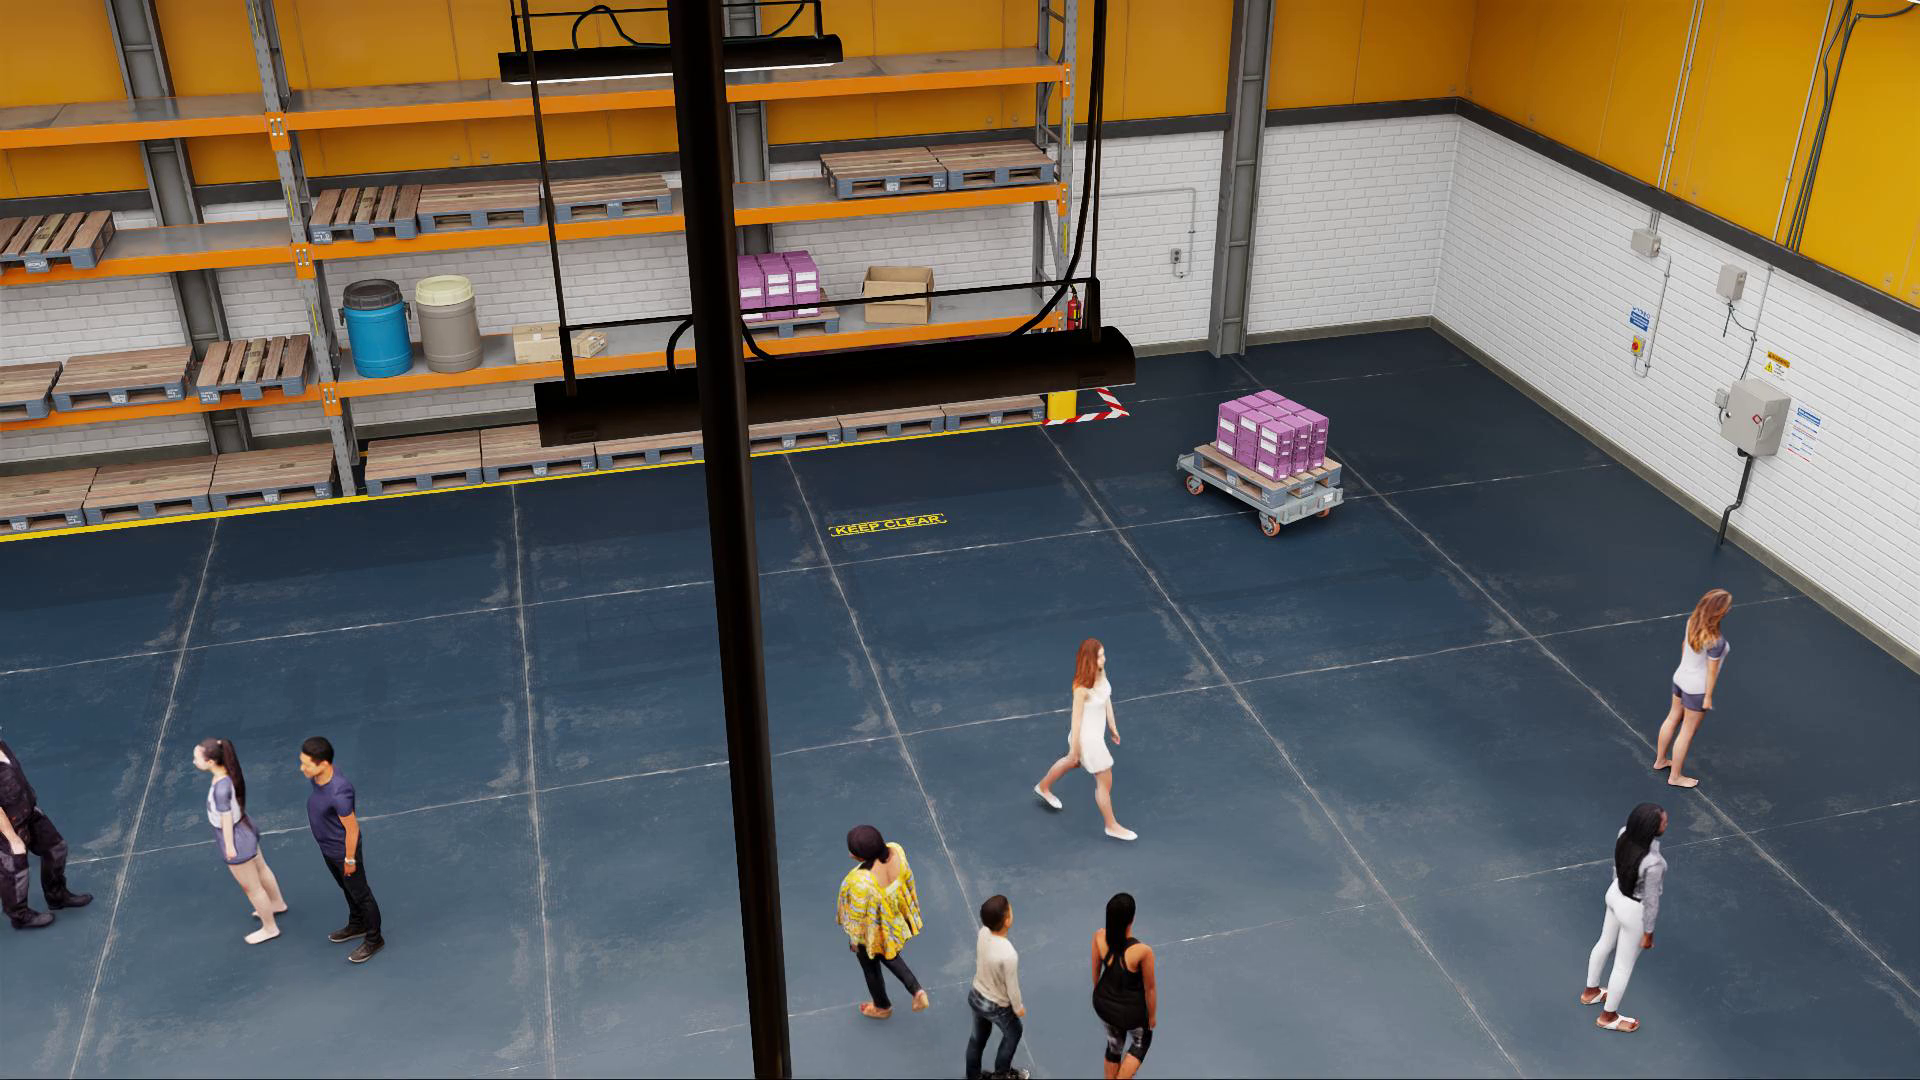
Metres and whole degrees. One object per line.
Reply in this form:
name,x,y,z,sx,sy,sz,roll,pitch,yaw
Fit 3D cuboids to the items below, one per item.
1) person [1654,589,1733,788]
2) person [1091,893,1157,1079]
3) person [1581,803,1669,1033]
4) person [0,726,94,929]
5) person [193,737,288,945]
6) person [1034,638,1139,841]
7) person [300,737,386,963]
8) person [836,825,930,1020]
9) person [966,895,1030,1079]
person,5.768,1.139,13.093,0.587,1.732,0.623,-3,29,-5
person,0.939,2.850,10.037,0.735,1.655,0.790,18,34,30
person,4.334,2.408,10.774,0.556,1.725,0.626,-3,29,-6
person,-6.667,1.950,11.501,0.738,1.833,0.691,-6,29,-11
person,-4.977,2.044,11.528,0.527,1.642,0.597,-6,29,-11
person,0.893,1.451,12.583,1.151,1.673,1.057,14,31,23
person,-4.209,2.069,11.329,0.703,1.789,0.717,-24,37,-37
person,-0.470,2.515,10.678,1.007,1.629,0.947,17,33,28
person,0.145,2.860,10.235,0.715,1.448,0.663,-17,33,-28
